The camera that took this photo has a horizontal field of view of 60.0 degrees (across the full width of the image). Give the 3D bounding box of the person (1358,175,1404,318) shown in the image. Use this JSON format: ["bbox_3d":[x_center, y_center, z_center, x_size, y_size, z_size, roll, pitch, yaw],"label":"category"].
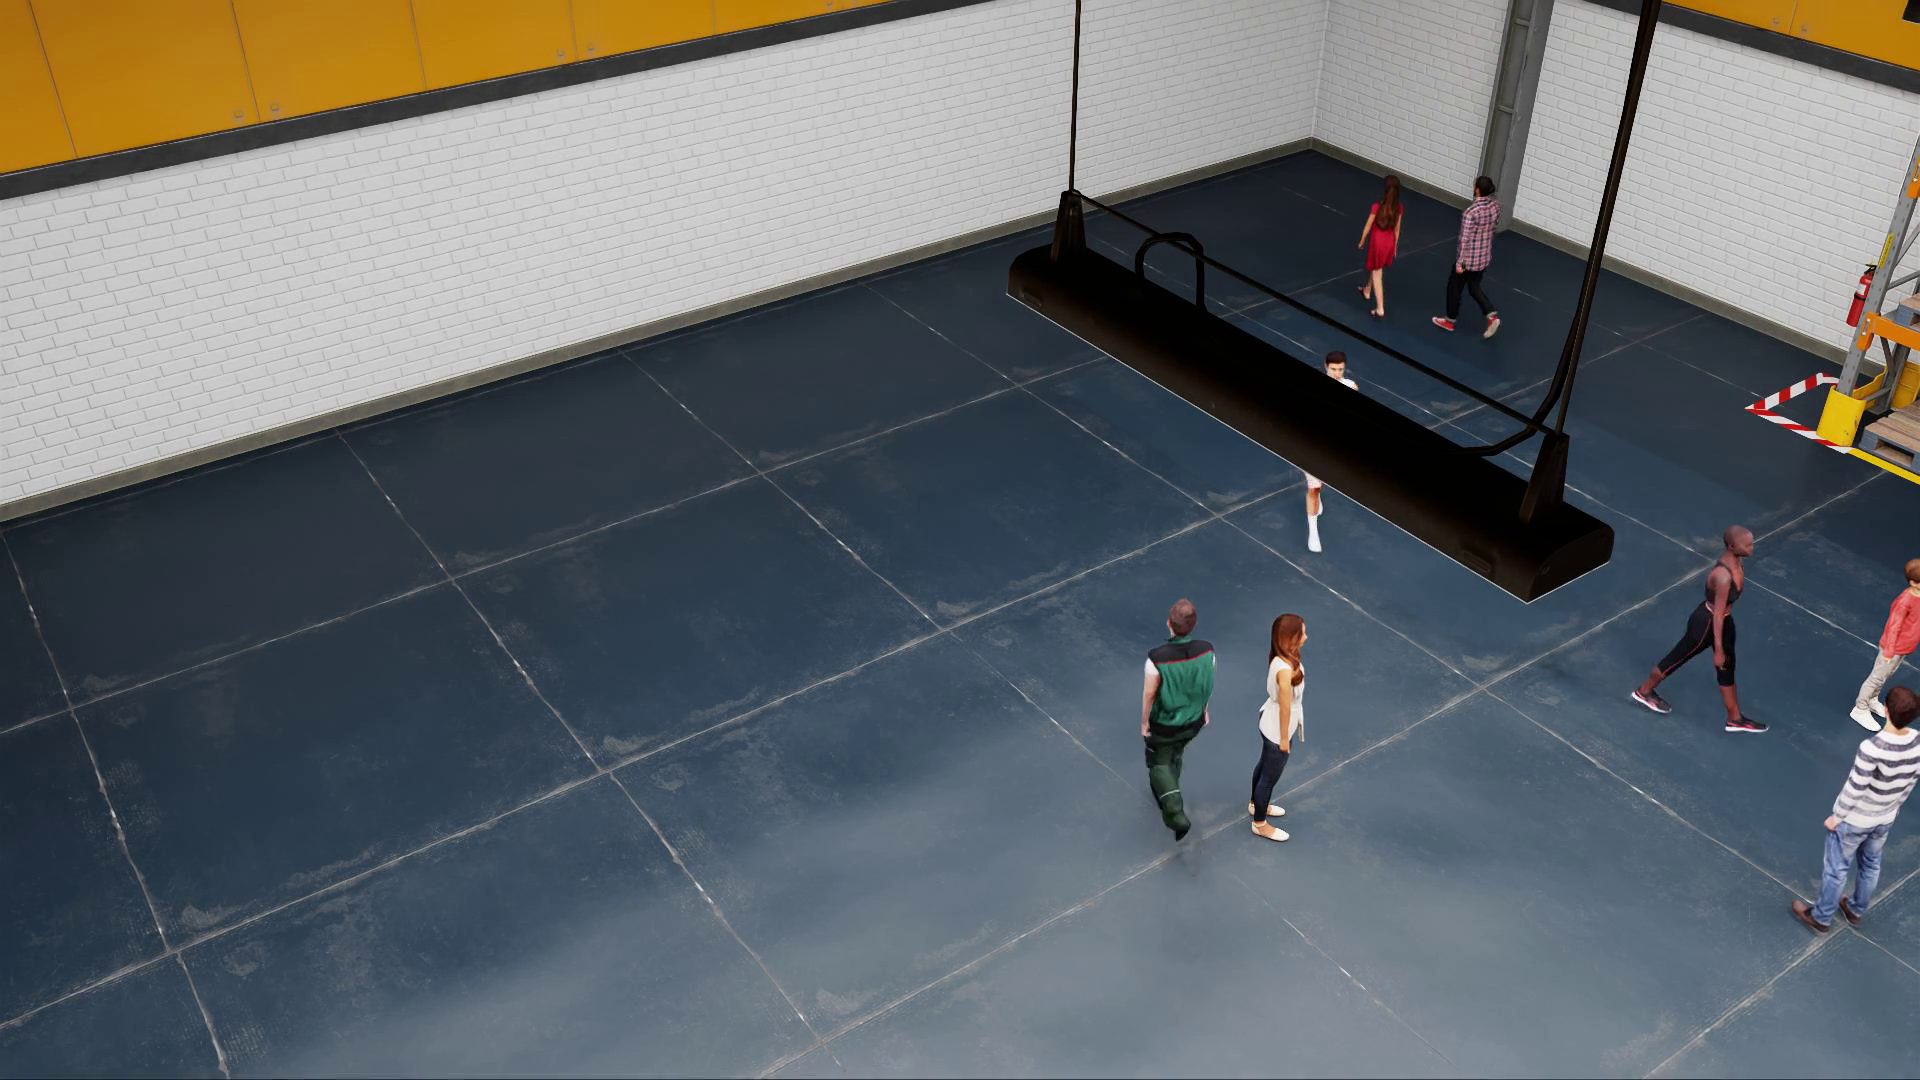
[{"bbox_3d":[4.560,-3.155,17.962,0.775,1.524,1.101,-8,34,-12],"label":"person"}]

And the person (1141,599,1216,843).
[{"bbox_3d":[1.452,1.229,11.103,0.850,1.816,1.082,-9,35,-13],"label":"person"}]

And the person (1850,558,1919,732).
[{"bbox_3d":[6.870,0.740,12.200,0.540,1.416,0.502,-26,41,-33],"label":"person"}]

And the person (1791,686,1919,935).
[{"bbox_3d":[5.661,1.694,10.373,0.716,1.849,0.664,-7,34,-11],"label":"person"}]

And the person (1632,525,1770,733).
[{"bbox_3d":[5.344,0.623,12.114,1.248,1.706,0.858,23,40,30],"label":"person"}]

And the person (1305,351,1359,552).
[{"bbox_3d":[3.139,-0.867,14.324,1.086,1.741,1.250,1,34,1],"label":"person"}]

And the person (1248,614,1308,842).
[{"bbox_3d":[2.120,1.229,11.131,0.737,1.785,0.669,4,34,7],"label":"person"}]

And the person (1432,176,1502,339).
[{"bbox_3d":[5.431,-2.933,17.435,0.684,1.739,0.975,-21,39,-28],"label":"person"}]
